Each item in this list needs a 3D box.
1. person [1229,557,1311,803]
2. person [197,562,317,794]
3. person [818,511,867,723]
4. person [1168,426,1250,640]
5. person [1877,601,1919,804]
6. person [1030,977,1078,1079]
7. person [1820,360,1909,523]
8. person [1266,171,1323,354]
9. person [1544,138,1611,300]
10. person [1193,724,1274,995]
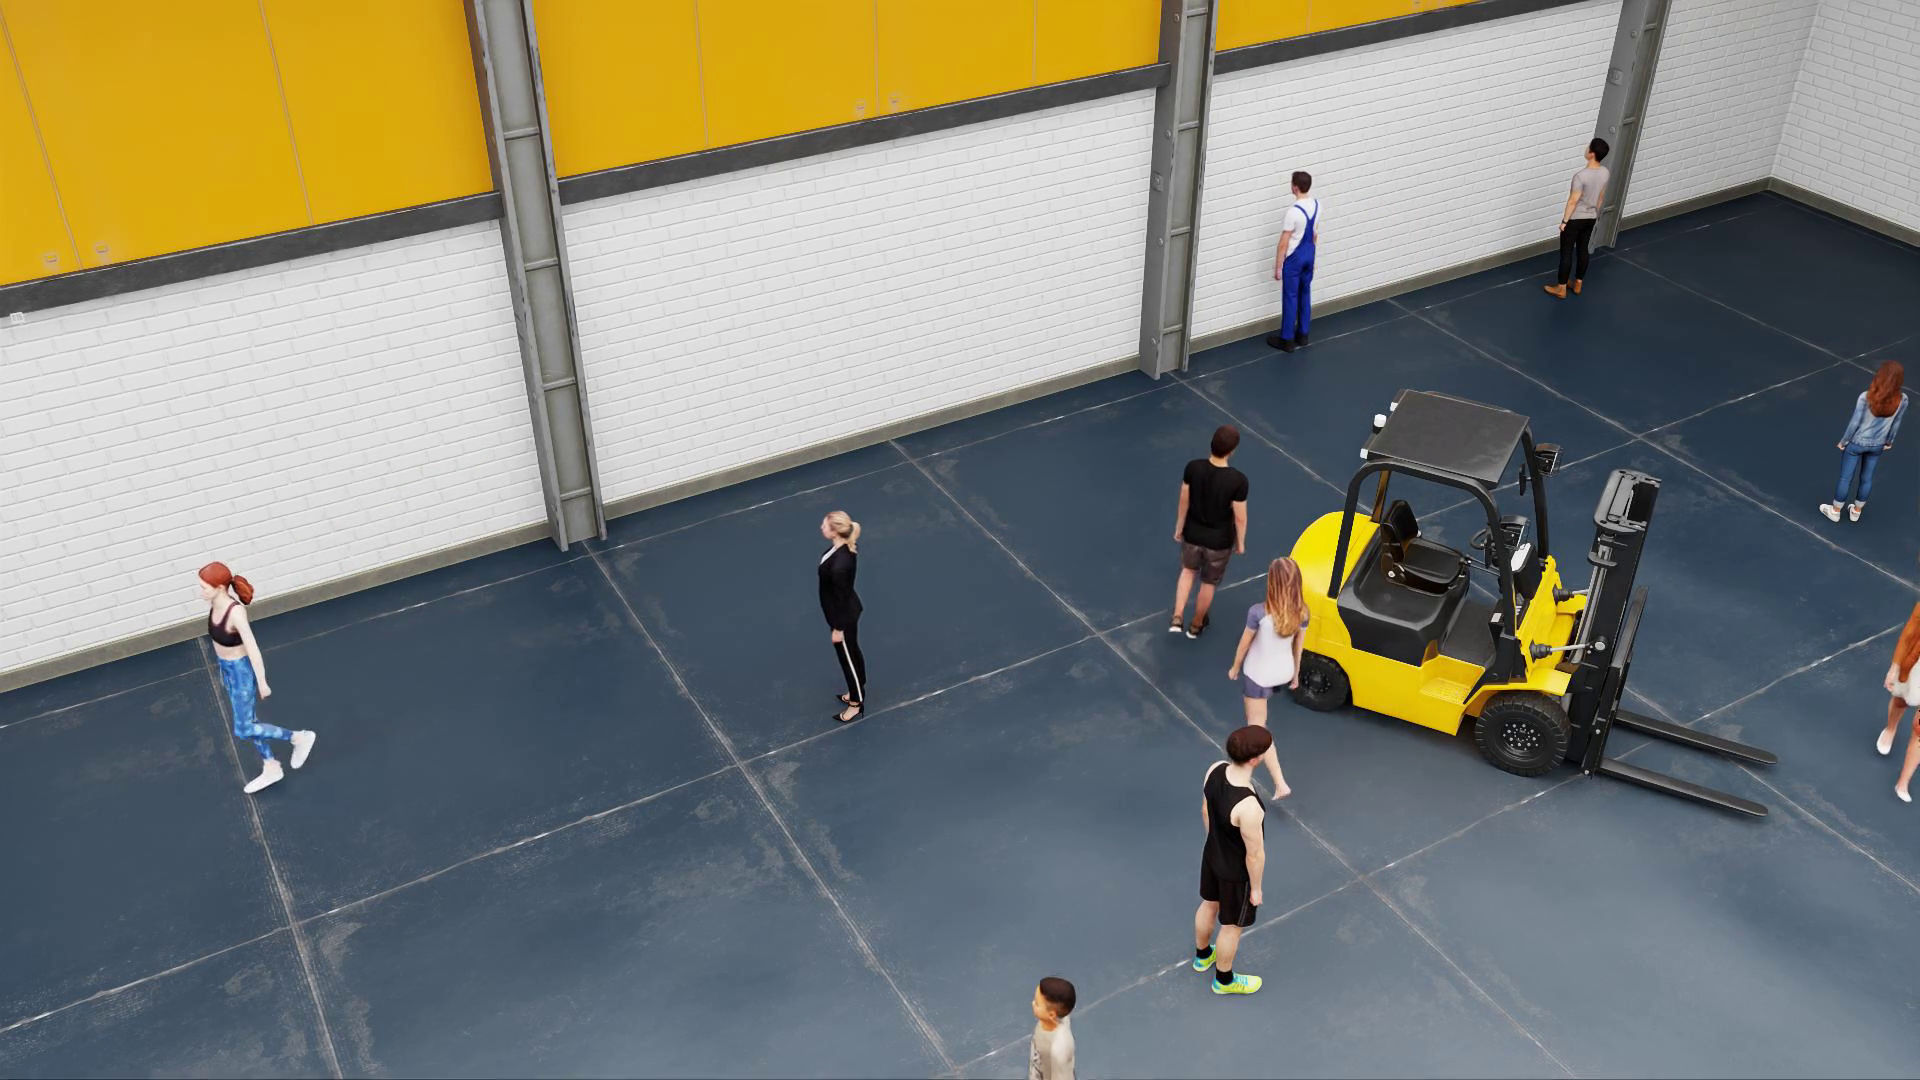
[{"bbox_3d":[2.064,0.939,10.941,1.014,1.688,0.765,-13,36,-19],"label":"person"},{"bbox_3d":[-4.651,0.876,10.958,0.809,1.774,0.655,-27,42,-35],"label":"person"},{"bbox_3d":[-0.798,0.531,11.540,0.721,1.706,0.698,3,34,5],"label":"person"},{"bbox_3d":[1.782,0.015,12.190,0.897,1.846,0.975,14,36,20],"label":"person"},{"bbox_3d":[6.440,0.841,11.102,0.960,1.675,1.185,18,38,25],"label":"person"},{"bbox_3d":[0.536,2.756,8.432,1.010,1.441,0.773,-7,34,-10],"label":"person"},{"bbox_3d":[7.511,-0.816,13.774,0.605,1.476,0.708,2,34,2],"label":"person"},{"bbox_3d":[3.319,-2.734,16.322,0.521,1.849,0.705,-20,39,-27],"label":"person"},{"bbox_3d":[6.496,-3.382,17.408,0.504,1.725,0.696,-13,36,-18],"label":"person"},{"bbox_3d":[1.543,1.814,9.442,0.604,1.892,0.710,-14,36,-20],"label":"person"}]
